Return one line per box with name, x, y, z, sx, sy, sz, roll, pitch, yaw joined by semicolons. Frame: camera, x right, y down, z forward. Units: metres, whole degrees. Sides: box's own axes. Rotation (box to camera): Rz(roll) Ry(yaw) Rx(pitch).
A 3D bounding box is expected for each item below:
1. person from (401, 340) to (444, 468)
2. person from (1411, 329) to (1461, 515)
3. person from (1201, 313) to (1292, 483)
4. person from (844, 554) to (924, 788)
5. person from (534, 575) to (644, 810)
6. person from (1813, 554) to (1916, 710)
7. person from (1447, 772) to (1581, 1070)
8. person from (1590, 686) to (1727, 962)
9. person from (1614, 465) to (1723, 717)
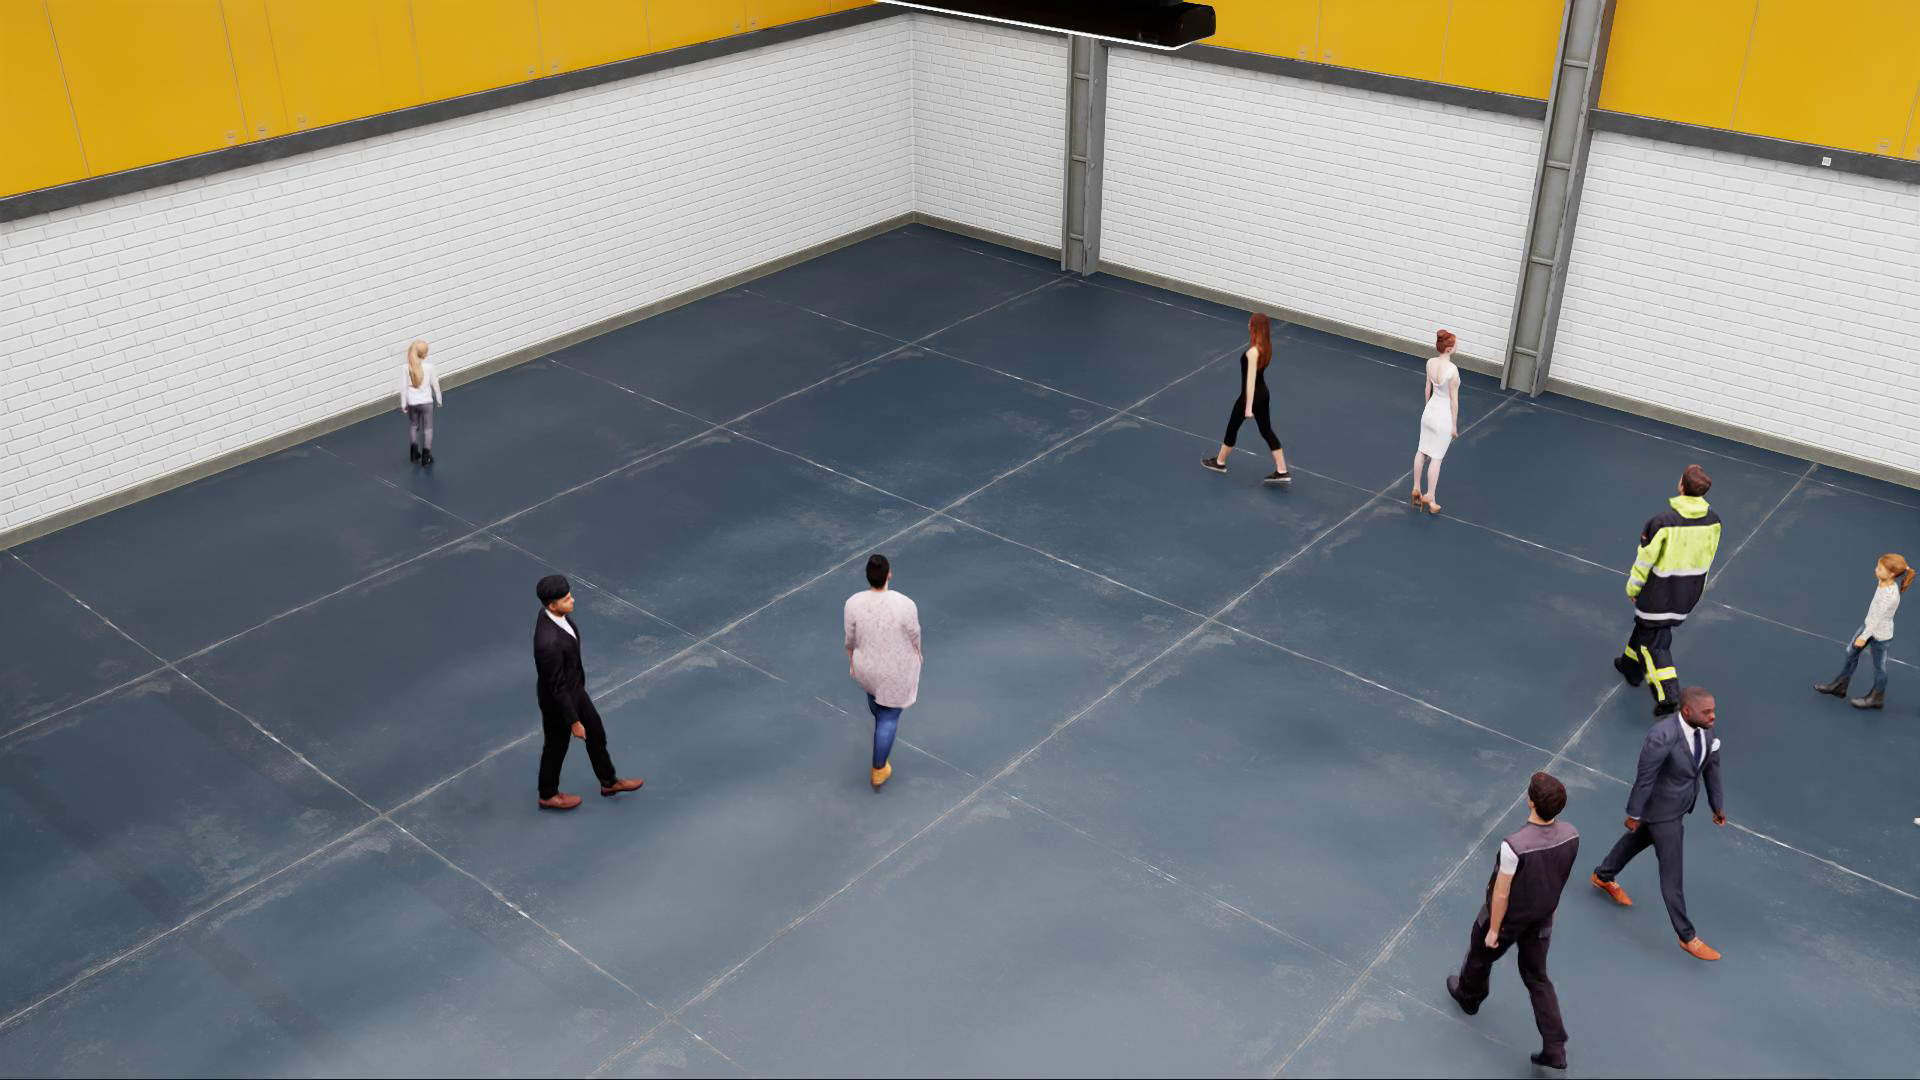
person;-5.287;-1.312;16.230;0.620;1.254;0.679;-9;30;-15
person;4.369;-1.092;15.264;0.689;1.793;0.547;-13;31;-22
person;2.864;-1.299;15.757;1.159;1.683;0.630;19;34;31
person;-0.557;0.926;11.662;1.140;1.698;1.009;9;30;16
person;-2.791;1.061;11.251;1.130;1.855;1.064;-2;29;-3
person;6.955;0.711;12.472;0.782;1.300;0.643;7;29;13
person;3.203;2.157;9.285;1.082;1.814;1.266;-8;30;-15
person;4.302;1.625;10.299;0.885;1.777;1.273;-19;34;-31
person;5.289;0.405;12.354;1.185;1.951;1.321;-7;29;-13
